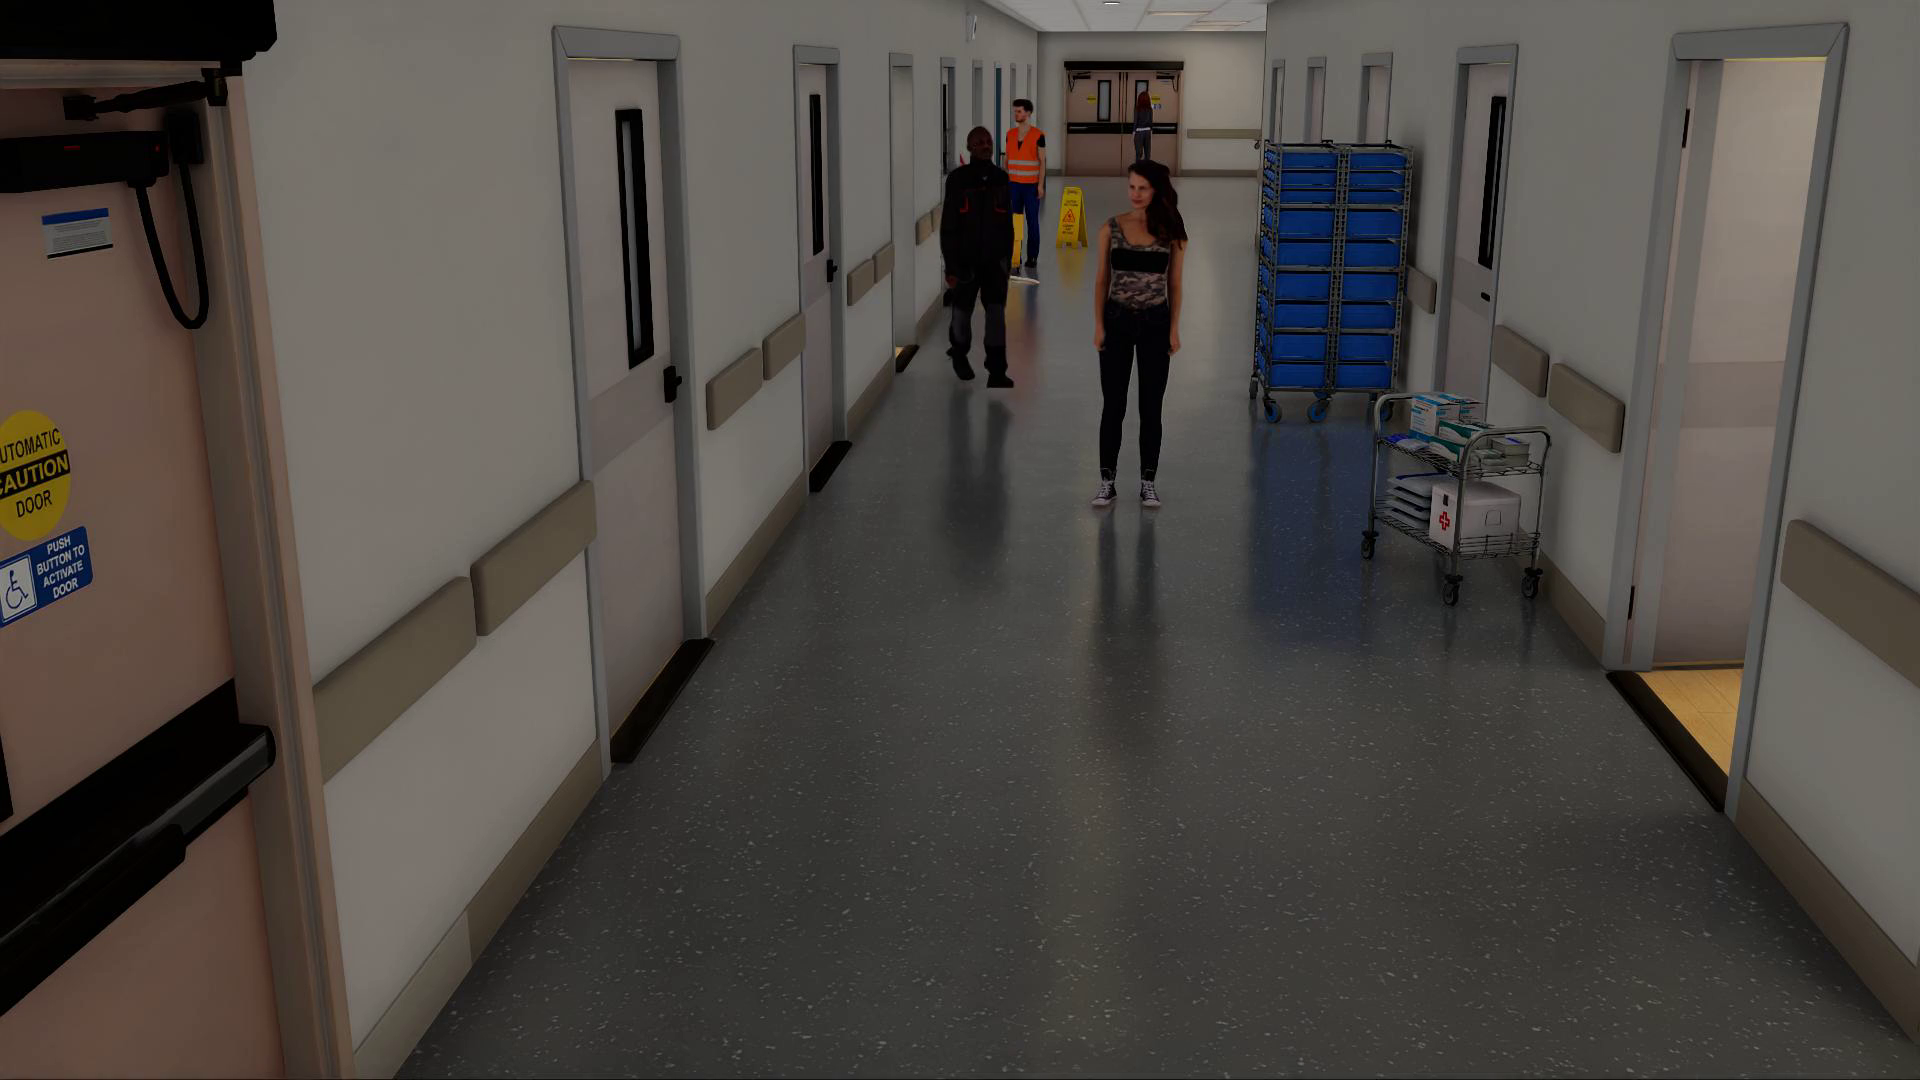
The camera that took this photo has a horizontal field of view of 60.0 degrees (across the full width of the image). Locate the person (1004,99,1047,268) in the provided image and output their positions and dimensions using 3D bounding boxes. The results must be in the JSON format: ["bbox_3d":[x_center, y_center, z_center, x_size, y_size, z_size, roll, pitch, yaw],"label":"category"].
[{"bbox_3d":[0.740,-4.092,19.083,0.771,1.881,0.773,8,18,28],"label":"person"}]

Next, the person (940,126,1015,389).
[{"bbox_3d":[0.096,-1.969,11.729,1.025,1.785,1.347,-5,16,-16],"label":"person"}]

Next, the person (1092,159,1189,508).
[{"bbox_3d":[0.899,-1.049,8.491,0.610,1.770,0.533,2,16,7],"label":"person"}]

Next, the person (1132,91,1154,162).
[{"bbox_3d":[3.813,-8.455,34.745,0.643,1.779,0.597,-4,16,-14],"label":"person"}]
